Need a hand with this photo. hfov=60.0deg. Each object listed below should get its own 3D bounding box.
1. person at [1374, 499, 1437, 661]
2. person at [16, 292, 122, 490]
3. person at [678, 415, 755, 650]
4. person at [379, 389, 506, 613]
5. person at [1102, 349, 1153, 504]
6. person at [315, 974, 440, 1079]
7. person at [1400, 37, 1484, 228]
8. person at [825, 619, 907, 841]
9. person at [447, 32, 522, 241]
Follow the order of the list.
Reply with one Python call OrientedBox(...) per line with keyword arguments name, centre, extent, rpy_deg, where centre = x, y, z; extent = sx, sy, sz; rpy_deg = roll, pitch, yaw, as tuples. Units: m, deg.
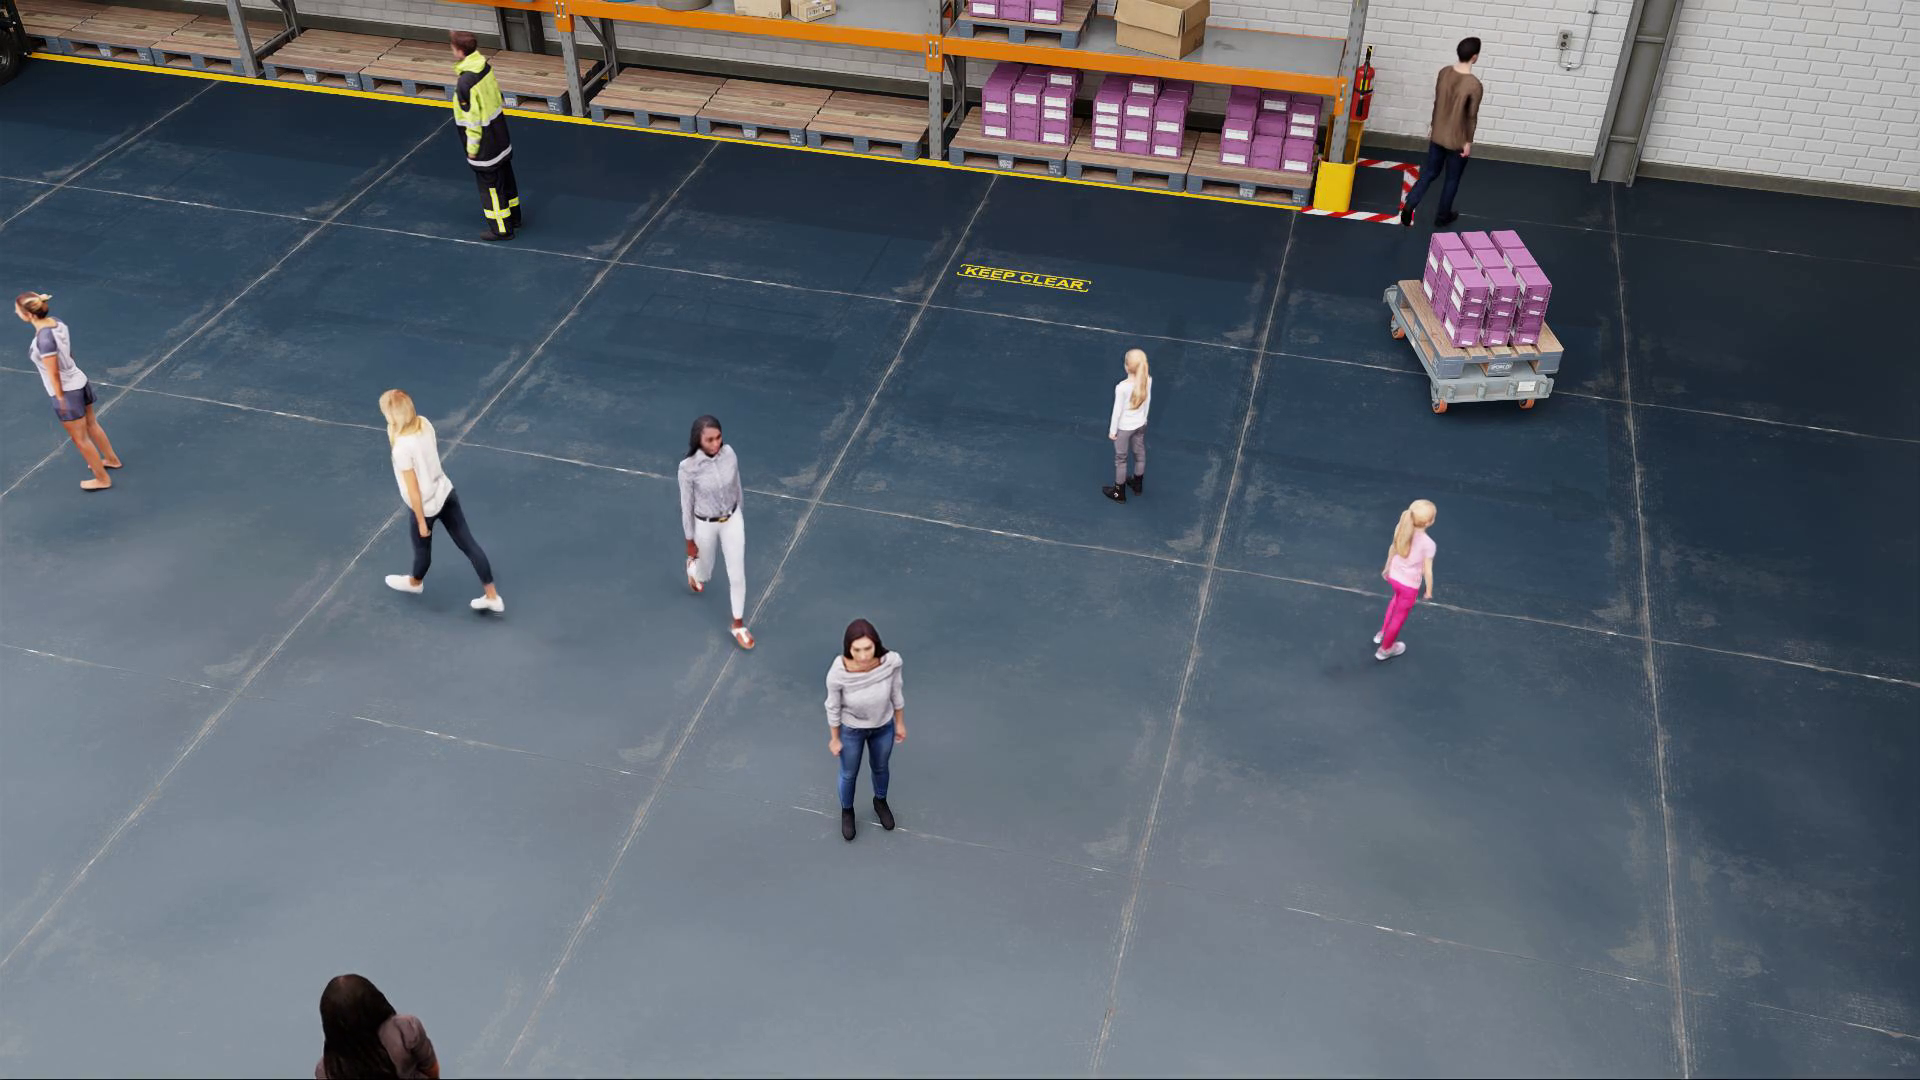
OrientedBox(name="person", centre=(2.862, 0.271, 10.848), extent=(0.654, 1.262, 0.592), rpy_deg=(-21, 43, -24))
OrientedBox(name="person", centre=(-6.584, -1.112, 12.293), extent=(0.640, 1.620, 0.631), rpy_deg=(-7, 39, -9))
OrientedBox(name="person", centre=(-1.647, -0.106, 10.966), extent=(1.014, 1.706, 1.070), rpy_deg=(-20, 43, -24))
OrientedBox(name="person", centre=(-3.414, -0.210, 11.049), extent=(1.122, 1.763, 0.653), rpy_deg=(11, 40, 13))
OrientedBox(name="person", centre=(1.259, -0.849, 12.237), extent=(0.581, 1.279, 0.637), rpy_deg=(-22, 44, -25))
OrientedBox(name="person", centre=(-2.535, 2.590, 7.484), extent=(0.751, 1.838, 0.792), rpy_deg=(-25, 45, -28))
OrientedBox(name="person", centre=(4.468, -3.702, 15.337), extent=(1.053, 1.870, 1.050), rpy_deg=(-26, 45, -29))
OrientedBox(name="person", centre=(-0.547, 1.071, 9.550), extent=(0.633, 1.631, 0.740), rpy_deg=(-12, 40, -14))
OrientedBox(name="person", centre=(-4.364, -3.718, 15.270), extent=(0.678, 1.978, 0.796), rpy_deg=(5, 39, 6))
